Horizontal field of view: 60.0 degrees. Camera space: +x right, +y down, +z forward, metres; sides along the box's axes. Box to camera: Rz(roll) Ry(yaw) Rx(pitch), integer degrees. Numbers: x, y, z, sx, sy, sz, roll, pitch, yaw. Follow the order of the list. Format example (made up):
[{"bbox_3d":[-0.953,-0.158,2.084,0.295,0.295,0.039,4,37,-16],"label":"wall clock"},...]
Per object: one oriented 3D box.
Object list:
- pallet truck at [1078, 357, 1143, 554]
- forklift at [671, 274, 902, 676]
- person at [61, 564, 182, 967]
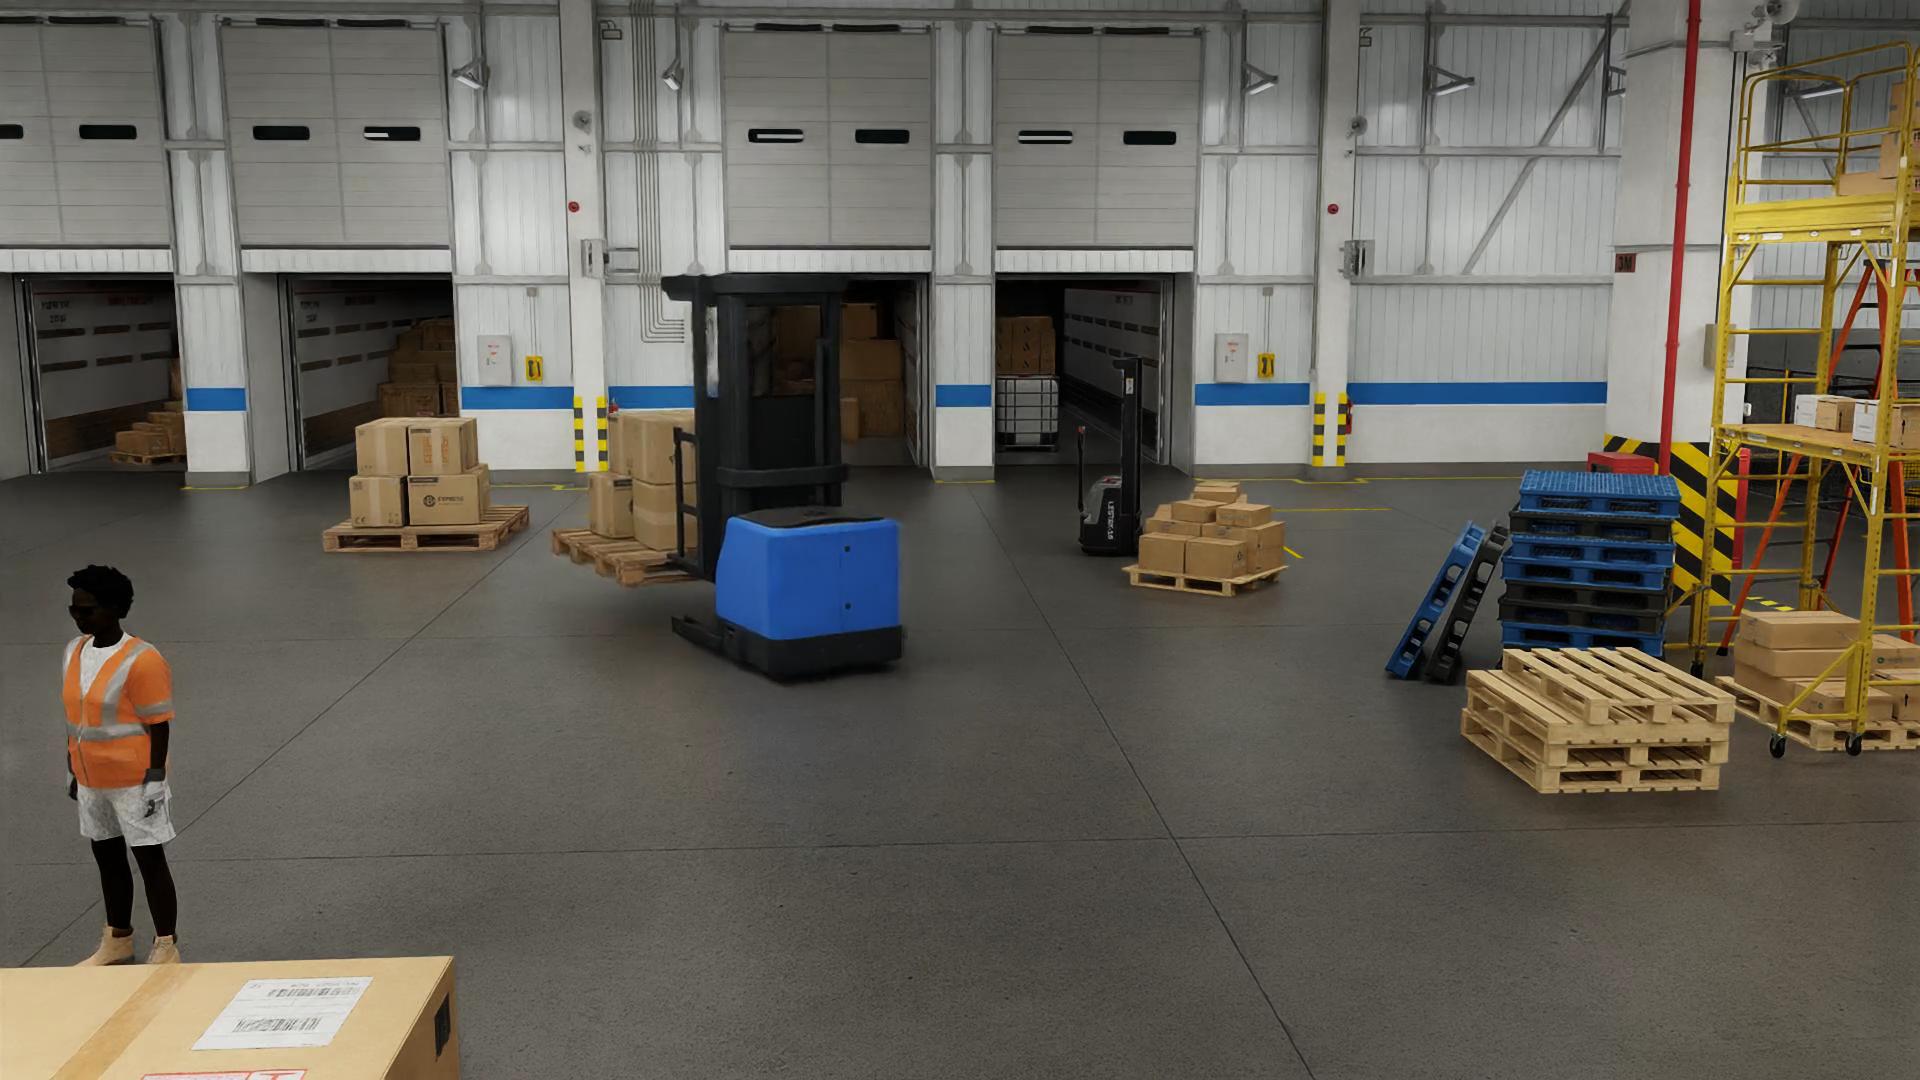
[{"bbox_3d":[2.088,-0.836,16.757,1.885,1.965,0.823,2,9,13],"label":"pallet truck"},{"bbox_3d":[-1.303,-0.561,12.268,1.129,2.768,1.873,-5,10,-30],"label":"forklift"},{"bbox_3d":[-3.341,0.934,6.588,0.541,1.696,0.315,4,10,23],"label":"person"}]
